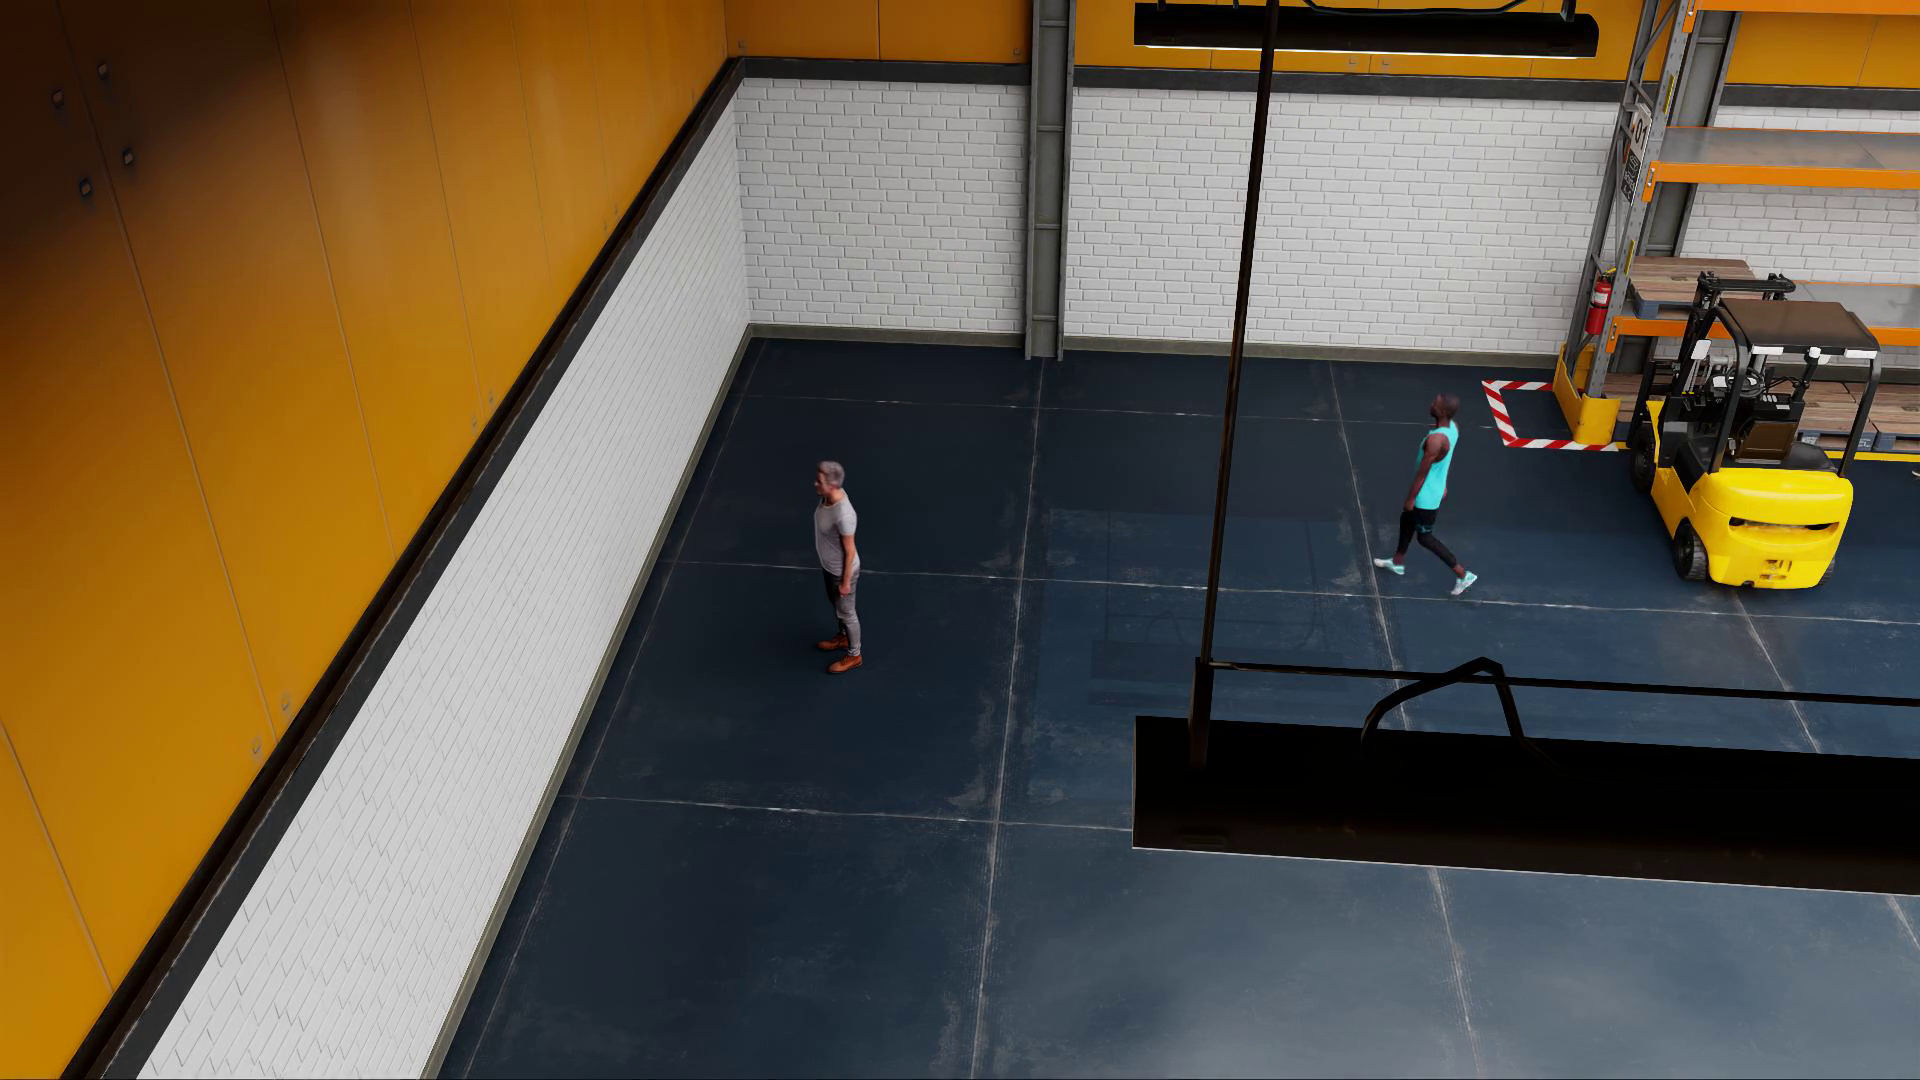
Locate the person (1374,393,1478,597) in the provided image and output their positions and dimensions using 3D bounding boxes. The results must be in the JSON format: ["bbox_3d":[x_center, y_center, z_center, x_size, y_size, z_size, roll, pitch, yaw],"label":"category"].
[{"bbox_3d":[3.904,-0.339,13.575,1.208,1.779,0.950,19,38,26],"label":"person"}]

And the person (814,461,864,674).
[{"bbox_3d":[-0.919,0.183,12.745,0.708,1.827,0.766,-11,35,-16],"label":"person"}]
